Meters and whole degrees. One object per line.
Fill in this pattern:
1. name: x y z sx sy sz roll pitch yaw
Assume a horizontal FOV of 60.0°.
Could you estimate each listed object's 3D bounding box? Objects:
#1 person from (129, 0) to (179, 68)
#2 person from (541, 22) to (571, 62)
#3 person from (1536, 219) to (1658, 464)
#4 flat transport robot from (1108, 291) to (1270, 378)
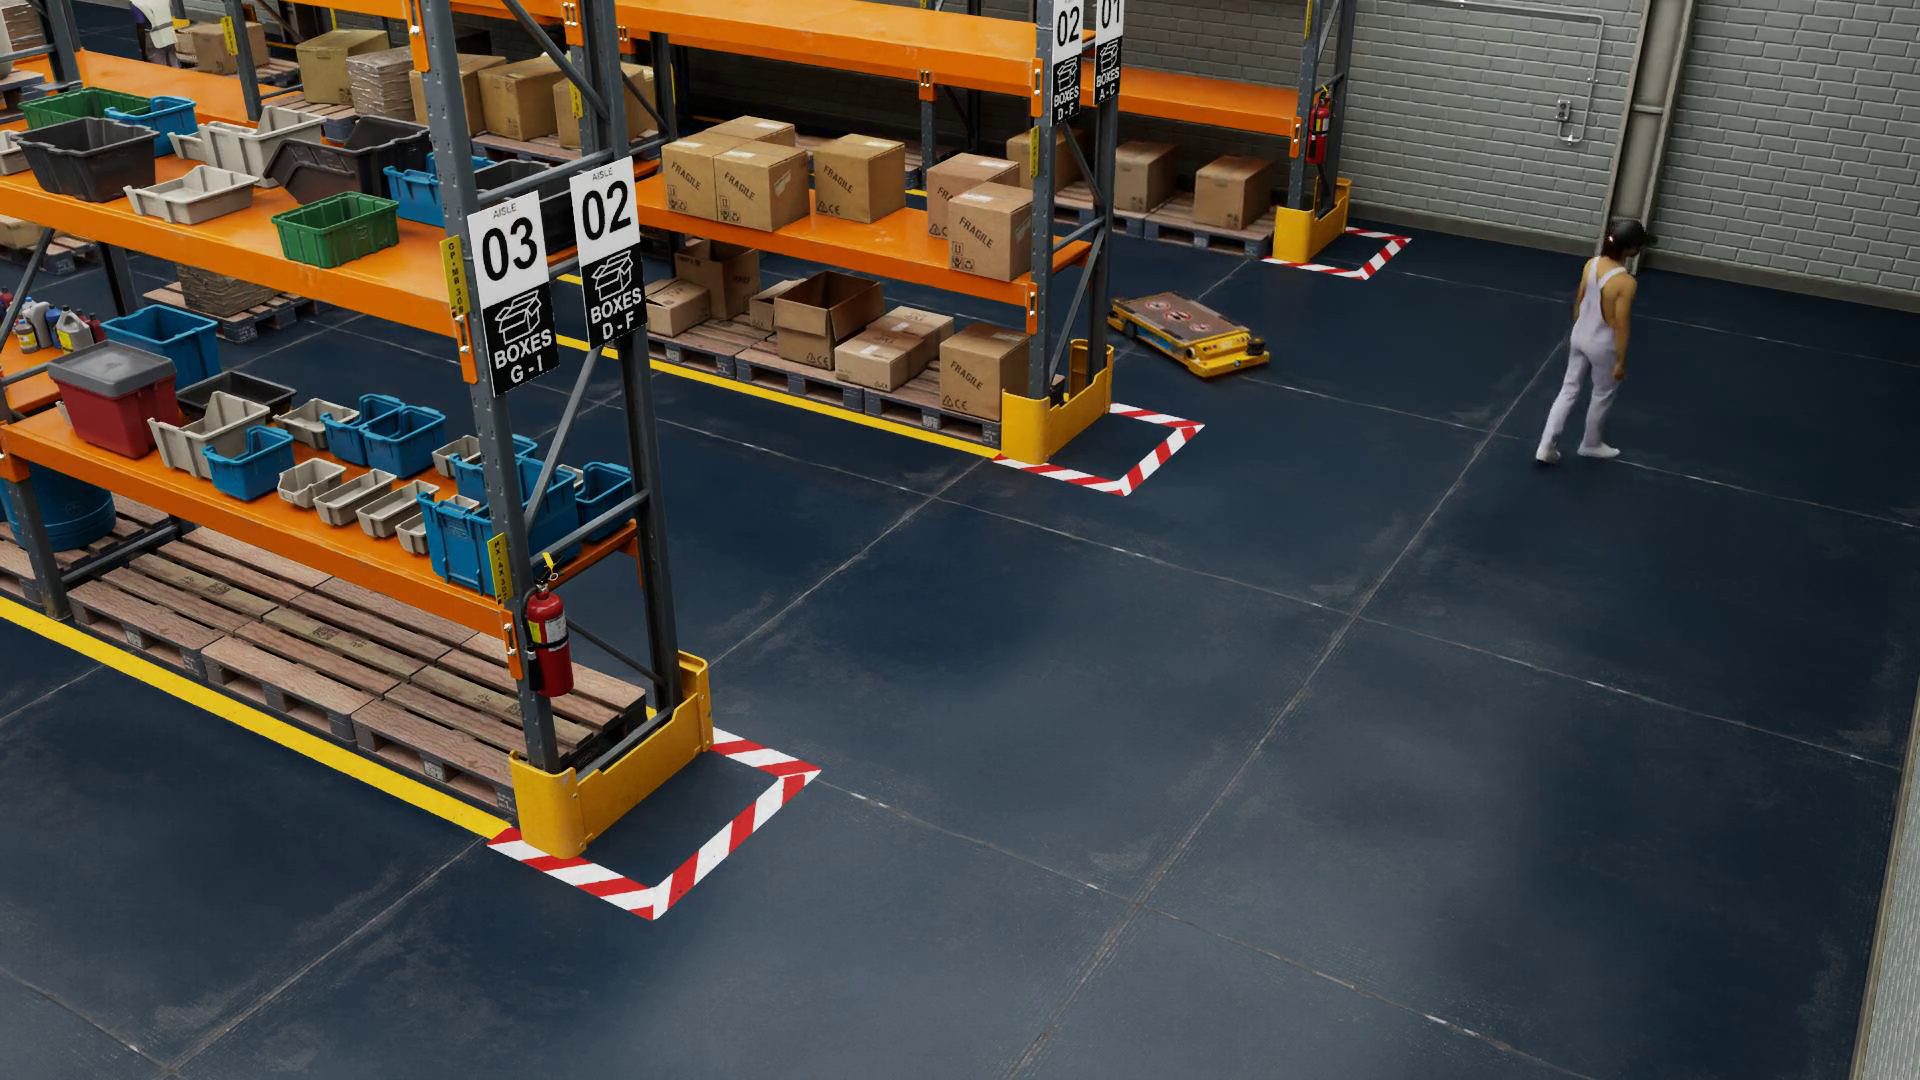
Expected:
1. person: -9.278 -5.719 19.287 0.388 1.839 0.559 9 30 16
2. person: -4.075 -4.493 17.225 0.531 1.697 0.320 8 30 15
3. person: 4.393 -1.350 11.467 0.742 1.838 0.562 -14 32 -24
4. flat transport robot: 1.847 -1.720 13.720 0.659 0.231 1.431 -16 33 -26
